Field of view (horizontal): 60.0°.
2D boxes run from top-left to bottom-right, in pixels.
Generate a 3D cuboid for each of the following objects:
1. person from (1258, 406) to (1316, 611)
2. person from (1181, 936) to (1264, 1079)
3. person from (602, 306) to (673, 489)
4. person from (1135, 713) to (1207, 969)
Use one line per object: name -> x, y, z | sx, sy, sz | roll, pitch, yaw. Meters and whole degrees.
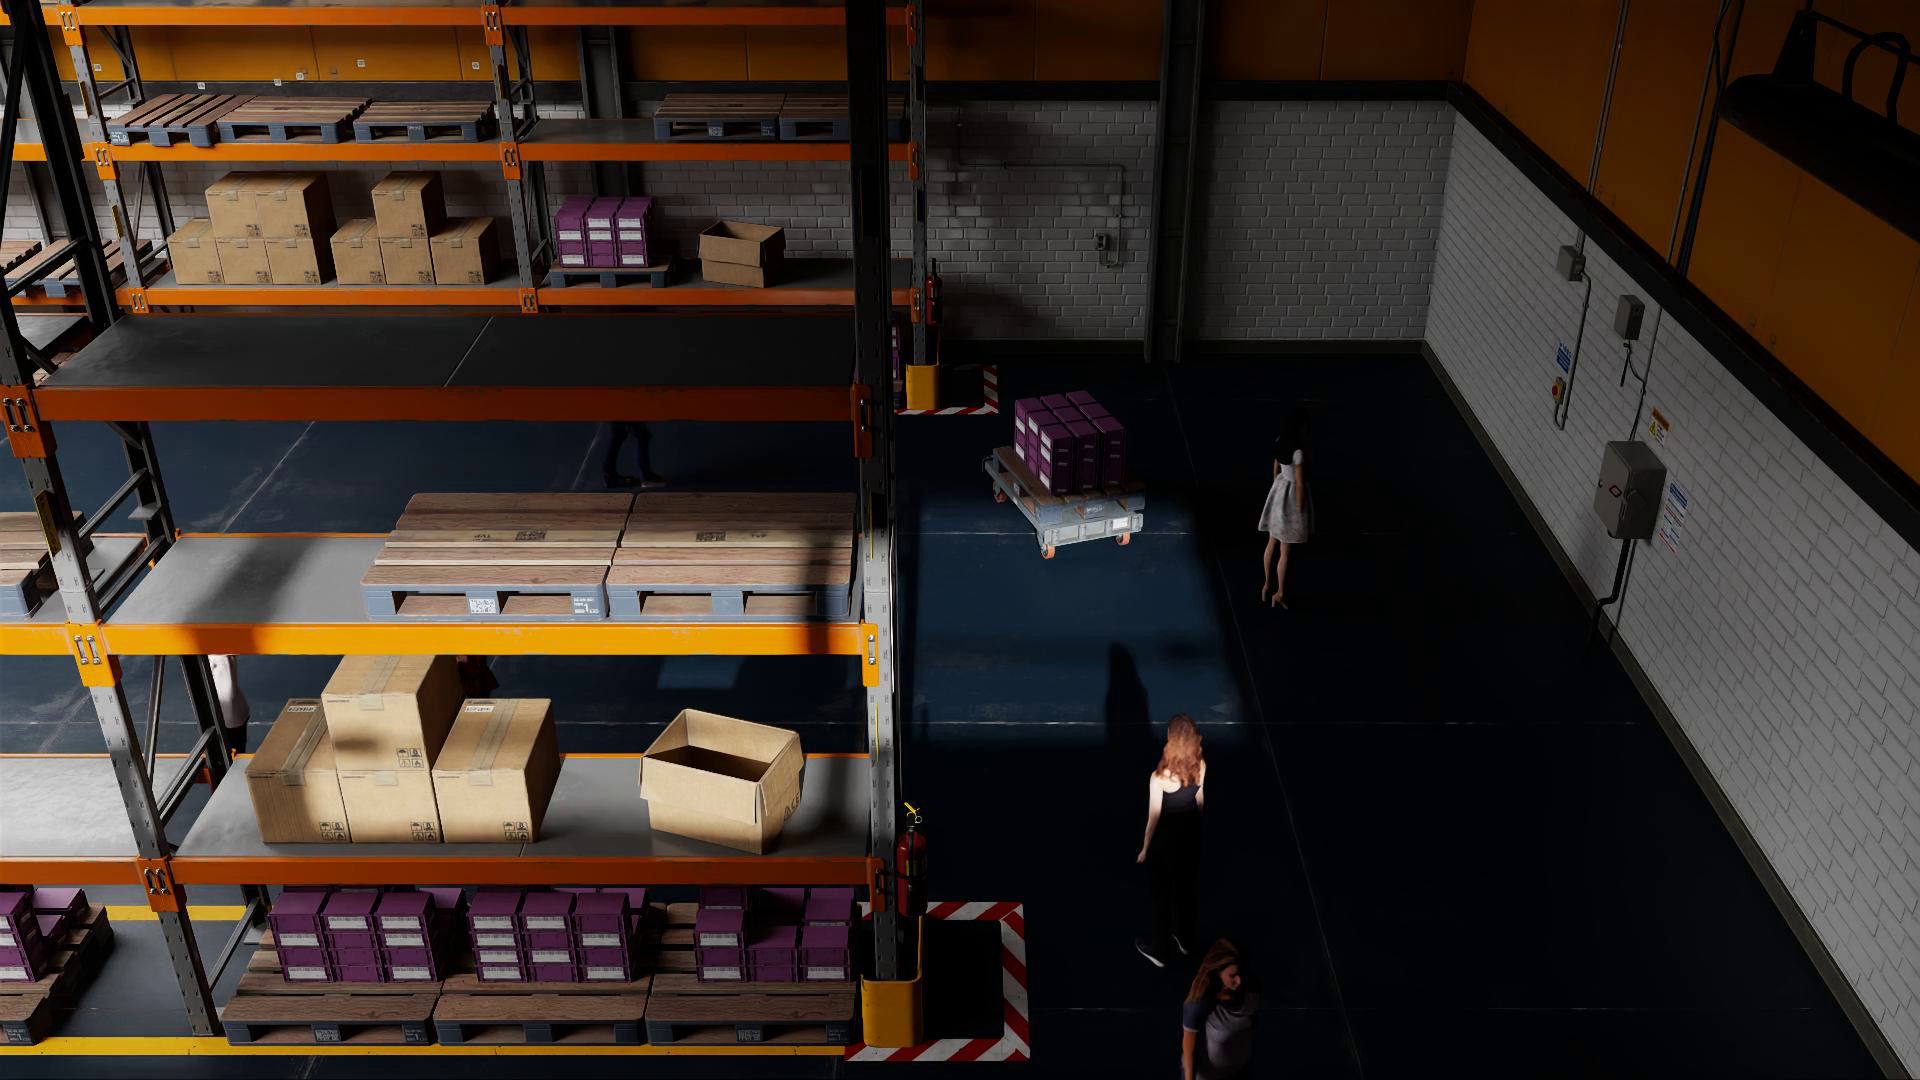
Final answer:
person -> 2.686, -0.261, 13.638 | 0.741, 1.773, 0.731 | -9, 30, -16
person -> 1.249, 2.624, 8.443 | 1.053, 1.683, 0.929 | -11, 31, -20
person -> -3.248, -1.301, 15.499 | 0.941, 1.817, 0.841 | -6, 29, -11
person -> 1.282, 1.784, 9.916 | 0.617, 1.747, 0.729 | -16, 32, -26
